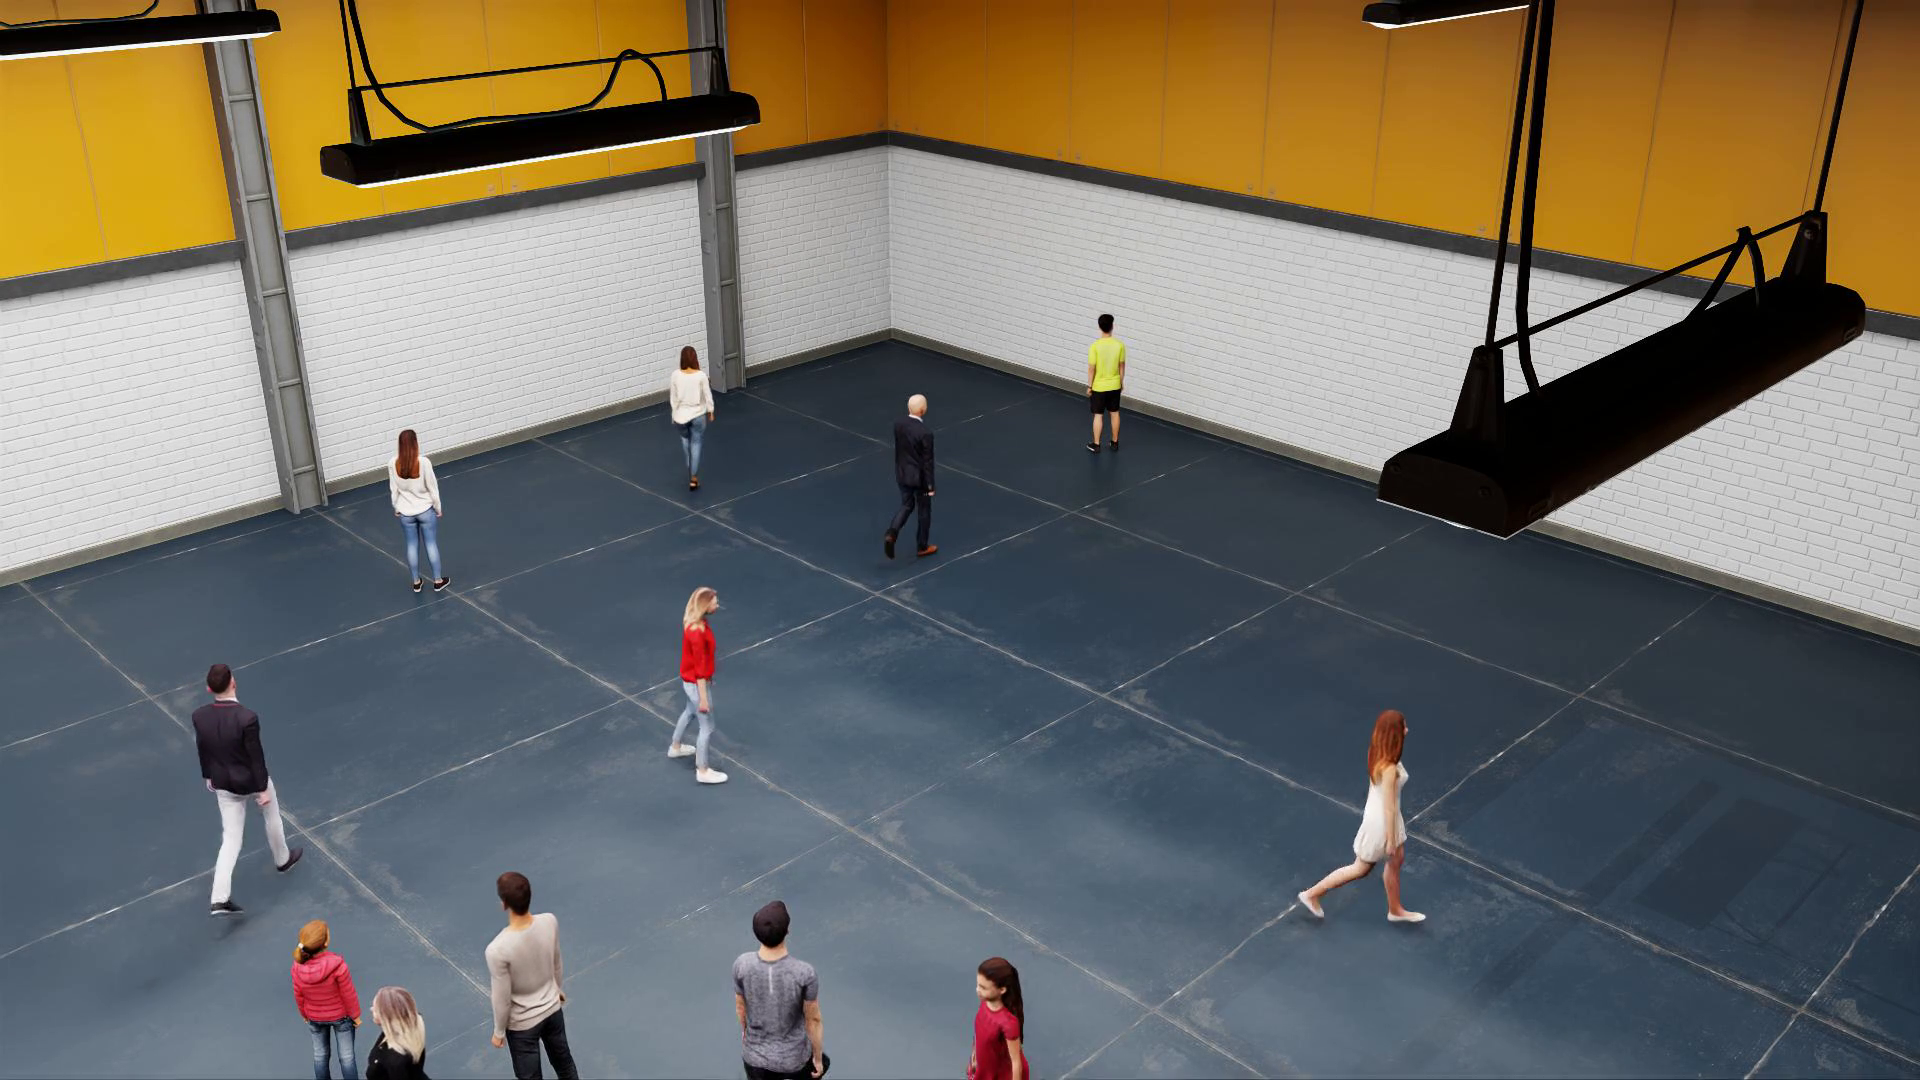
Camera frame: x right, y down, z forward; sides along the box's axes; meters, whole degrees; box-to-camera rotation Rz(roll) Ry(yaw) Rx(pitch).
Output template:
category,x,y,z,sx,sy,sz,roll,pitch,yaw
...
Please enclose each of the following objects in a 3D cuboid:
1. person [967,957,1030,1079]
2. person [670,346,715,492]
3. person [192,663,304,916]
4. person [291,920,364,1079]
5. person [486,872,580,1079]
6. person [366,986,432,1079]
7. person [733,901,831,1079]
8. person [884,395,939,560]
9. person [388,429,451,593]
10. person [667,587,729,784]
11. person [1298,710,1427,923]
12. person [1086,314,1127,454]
category,x,y,z,sx,sy,sz,roll,pitch,yaw
person,0.292,2.950,9.269,0.756,1.546,0.677,-8,25,-18
person,-3.100,-1.368,18.999,0.858,1.663,0.927,3,24,6
person,-5.100,1.776,11.636,1.155,1.800,1.319,4,24,9
person,-3.741,2.820,9.851,0.598,1.318,0.653,1,24,3
person,-2.426,2.695,9.458,0.748,1.862,0.560,16,28,33
person,-2.890,3.064,8.833,0.731,1.685,0.691,-3,24,-6
person,-1.021,2.853,9.095,0.834,1.861,0.883,5,24,10
person,-0.527,-0.615,17.131,0.777,1.781,0.997,17,29,33
person,-5.384,-0.294,16.506,0.699,1.692,0.761,0,24,-1
person,-2.078,1.140,13.231,0.926,1.688,0.919,-5,24,-12
person,2.791,1.939,11.415,1.094,1.679,1.100,2,24,5
person,1.777,-1.899,20.160,0.662,1.706,0.766,-5,24,-10
